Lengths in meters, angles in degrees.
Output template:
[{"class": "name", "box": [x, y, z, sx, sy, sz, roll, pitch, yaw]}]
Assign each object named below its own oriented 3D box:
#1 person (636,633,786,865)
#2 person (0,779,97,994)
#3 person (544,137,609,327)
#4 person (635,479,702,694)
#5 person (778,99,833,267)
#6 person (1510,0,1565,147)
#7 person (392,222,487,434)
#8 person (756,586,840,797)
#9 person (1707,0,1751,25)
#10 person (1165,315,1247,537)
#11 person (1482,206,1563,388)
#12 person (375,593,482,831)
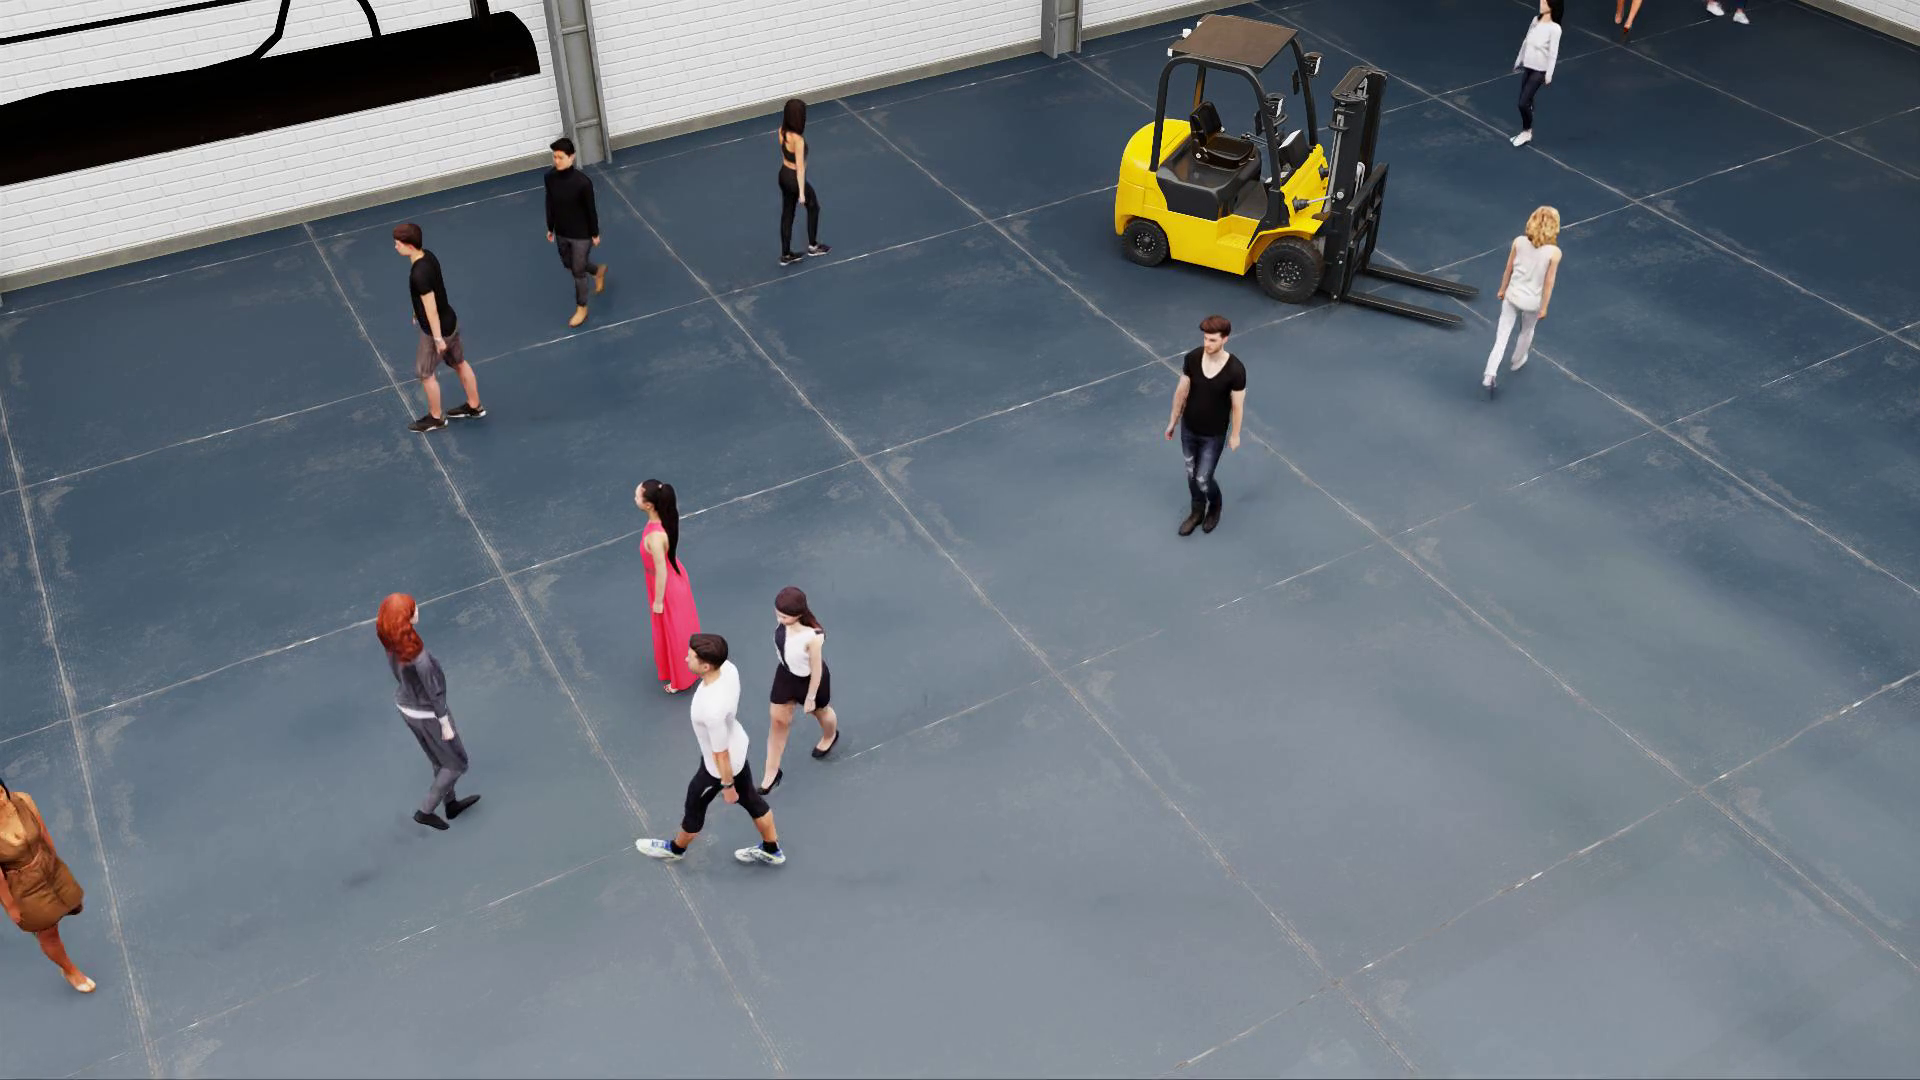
[{"class": "person", "box": [-1.296, 1.269, 9.720, 1.241, 1.819, 1.101, 4, 39, 4]}, {"class": "person", "box": [-5.146, 1.854, 9.102, 0.857, 1.676, 0.814, 14, 41, 17]}, {"class": "person", "box": [-3.442, -2.823, 14.938, 0.948, 1.701, 1.098, 18, 42, 21]}, {"class": "person", "box": [-1.940, 0.305, 11.002, 0.727, 1.726, 0.710, 0, 39, 0]}, {"class": "person", "box": [-1.626, -3.324, 15.628, 0.822, 1.624, 0.665, -30, 47, -32]}, {"class": "person", "box": [6.202, -5.008, 17.685, 0.668, 1.688, 0.684, -12, 40, -14]}, {"class": "person", "box": [-4.148, -1.747, 13.480, 0.970, 1.840, 0.865, -4, 39, -5]}, {"class": "person", "box": [-0.912, 0.847, 10.416, 0.818, 1.611, 1.043, 30, 48, 32]}, {"class": "person", "box": [9.622, -7.289, 20.503, 0.904, 1.736, 0.771, -16, 41, -20]}, {"class": "person", "box": [1.864, -0.868, 12.344, 0.774, 1.884, 0.794, 27, 46, 30]}, {"class": "person", "box": [4.695, -2.009, 13.968, 0.887, 1.639, 1.132, 24, 44, 27]}, {"class": "person", "box": [-3.279, 1.092, 9.988, 0.795, 1.762, 0.722, -30, 47, -32]}]
